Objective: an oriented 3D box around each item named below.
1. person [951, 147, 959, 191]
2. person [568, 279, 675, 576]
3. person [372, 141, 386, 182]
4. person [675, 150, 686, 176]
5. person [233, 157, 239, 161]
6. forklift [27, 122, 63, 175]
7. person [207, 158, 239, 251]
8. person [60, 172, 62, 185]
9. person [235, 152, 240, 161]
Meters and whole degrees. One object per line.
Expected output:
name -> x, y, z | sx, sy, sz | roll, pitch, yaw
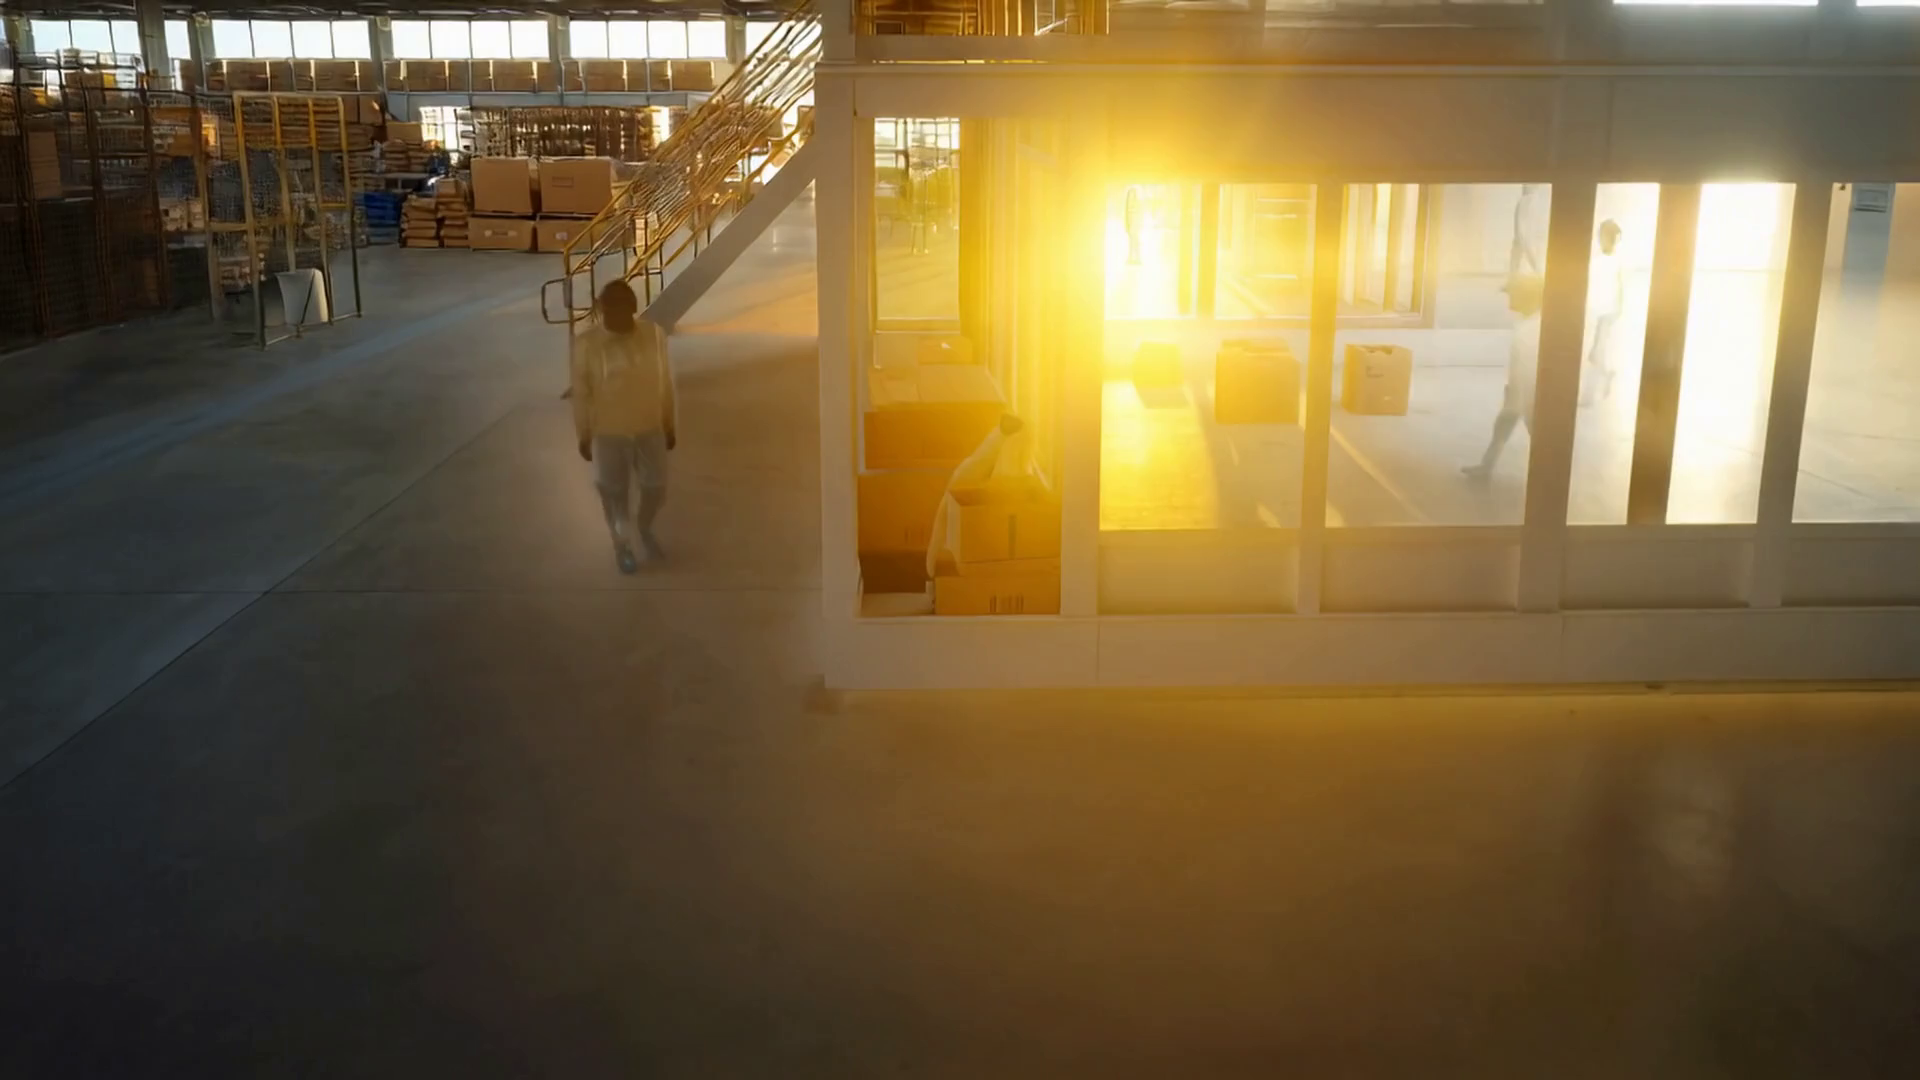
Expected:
person -> -0.069, -15.501, 69.503 | 0.779, 1.784, 0.613 | 5, 15, 20
person -> -2.048, -0.679, 10.183 | 0.649, 1.823, 0.458 | -6, 15, -23
person -> -27.527, -17.897, 78.790 | 0.627, 1.950, 1.048 | -1, 14, -4
person -> -10.913, -14.364, 65.014 | 0.406, 1.755, 0.540 | -9, 16, -31
person -> -24.055, -11.934, 55.529 | 0.541, 1.651, 0.884 | 0, 14, -2
forklift -> -35.376, -14.773, 64.377 | 1.129, 2.768, 1.873 | -1, 14, -2
person -> -16.208, -7.388, 36.631 | 0.633, 2.002, 0.841 | -4, 14, -14
person -> -17.740, -6.371, 32.858 | 0.314, 1.867, 0.547 | -13, 19, -42
person -> -25.063, -12.596, 57.927 | 0.406, 1.787, 0.718 | -7, 16, -26
